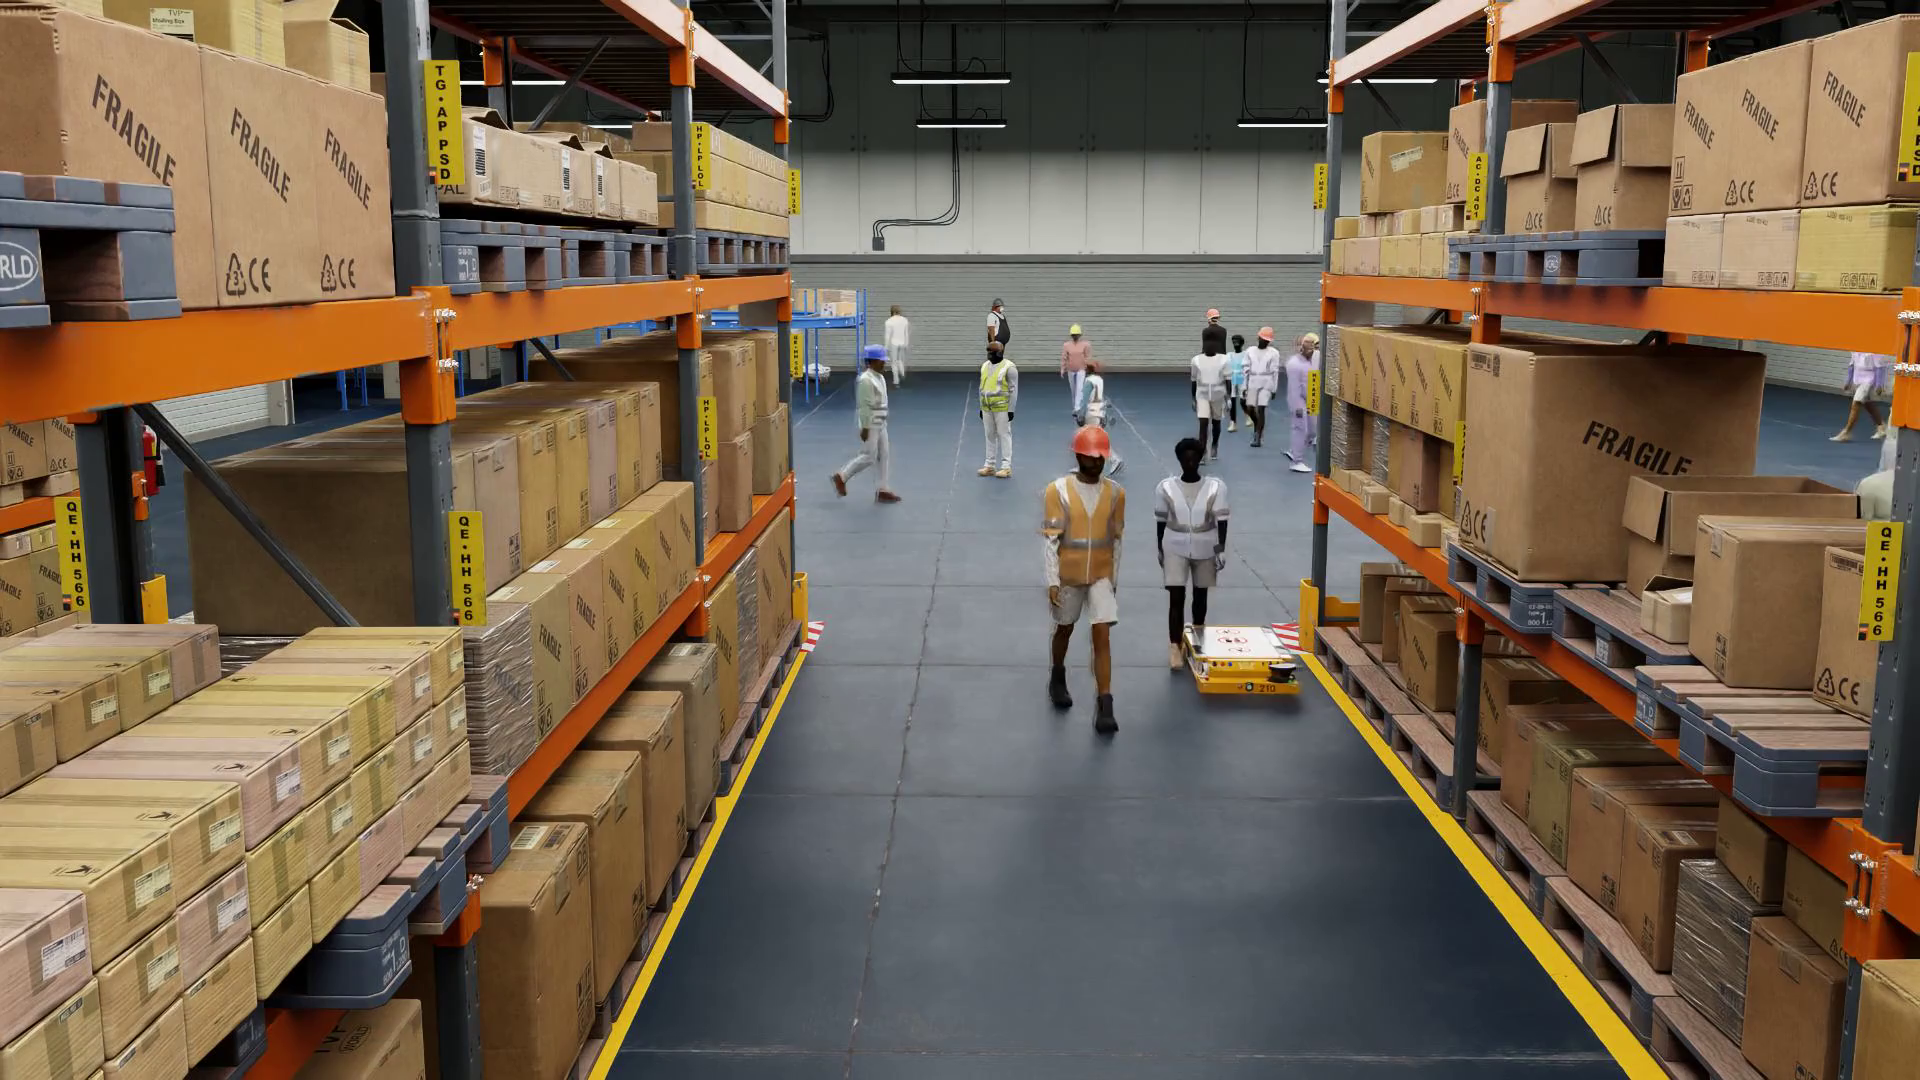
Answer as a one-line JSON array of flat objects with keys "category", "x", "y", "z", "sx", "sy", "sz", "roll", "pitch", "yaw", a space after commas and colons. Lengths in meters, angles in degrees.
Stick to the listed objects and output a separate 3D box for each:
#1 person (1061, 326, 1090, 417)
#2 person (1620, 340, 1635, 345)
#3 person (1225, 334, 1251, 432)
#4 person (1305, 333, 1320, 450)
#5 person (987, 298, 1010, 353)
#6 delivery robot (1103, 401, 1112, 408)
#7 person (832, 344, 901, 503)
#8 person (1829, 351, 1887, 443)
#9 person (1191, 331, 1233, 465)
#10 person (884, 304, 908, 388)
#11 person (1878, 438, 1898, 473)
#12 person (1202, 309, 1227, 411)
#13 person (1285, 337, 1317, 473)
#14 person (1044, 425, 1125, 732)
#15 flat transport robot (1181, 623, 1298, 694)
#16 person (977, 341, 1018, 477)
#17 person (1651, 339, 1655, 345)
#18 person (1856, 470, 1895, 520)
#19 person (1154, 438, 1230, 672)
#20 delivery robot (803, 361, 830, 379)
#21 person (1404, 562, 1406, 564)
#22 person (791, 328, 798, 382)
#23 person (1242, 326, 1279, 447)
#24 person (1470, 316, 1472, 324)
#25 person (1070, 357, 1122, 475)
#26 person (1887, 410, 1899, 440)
[{"category": "person", "x": 2.184, "y": -3.197, "z": 31.473, "sx": 0.542, "sy": 1.713, "sz": 0.923, "roll": 3, "pitch": 10, "yaw": 17}, {"category": "person", "x": 9.206, "y": -1.840, "z": 22.965, "sx": 0.333, "sy": 1.839, "sz": 0.513, "roll": 8, "pitch": 13, "yaw": 41}, {"category": "person", "x": 4.814, "y": -2.712, "z": 28.665, "sx": 0.541, "sy": 1.677, "sz": 0.467, "roll": 6, "pitch": 11, "yaw": 32}, {"category": "person", "x": 5.573, "y": -2.332, "z": 26.061, "sx": 0.622, "sy": 1.785, "sz": 0.845, "roll": 2, "pitch": 10, "yaw": 11}, {"category": "person", "x": 0.960, "y": -4.858, "z": 40.571, "sx": 0.537, "sy": 2.000, "sz": 0.678, "roll": 4, "pitch": 10, "yaw": 22}, {"category": "delivery robot", "x": 2.465, "y": -2.471, "z": 29.658, "sx": 0.335, "sy": 0.223, "sz": 0.698, "roll": 6, "pitch": 11, "yaw": 32}, {"category": "person", "x": -1.131, "y": -1.415, "z": 20.201, "sx": 0.756, "sy": 1.925, "sz": 0.618, "roll": 3, "pitch": 10, "yaw": 16}, {"category": "person", "x": 14.686, "y": -2.576, "z": 26.964, "sx": 1.074, "sy": 1.998, "sz": 0.622, "roll": -1, "pitch": 10, "yaw": -6}, {"category": "person", "x": 3.675, "y": -2.097, "z": 24.281, "sx": 0.622, "sy": 1.925, "sz": 0.983, "roll": 2, "pitch": 10, "yaw": 12}, {"category": "person", "x": -1.504, "y": -4.504, "z": 38.656, "sx": 0.653, "sy": 1.925, "sz": 0.430, "roll": -8, "pitch": 12, "yaw": -39}, {"category": "person", "x": 7.246, "y": -0.151, "z": 12.909, "sx": 0.748, "sy": 1.829, "sz": 0.581, "roll": -5, "pitch": 11, "yaw": -29}, {"category": "person", "x": 4.976, "y": -3.555, "z": 32.776, "sx": 0.623, "sy": 1.992, "sz": 0.397, "roll": -7, "pitch": 12, "yaw": -34}, {"category": "person", "x": 4.775, "y": -1.888, "z": 23.133, "sx": 0.438, "sy": 1.883, "sz": 0.647, "roll": 8, "pitch": 12, "yaw": 40}, {"category": "person", "x": 0.786, "y": 0.202, "z": 10.587, "sx": 0.543, "sy": 1.896, "sz": 0.986, "roll": -1, "pitch": 10, "yaw": -9}, {"category": "flat transport robot", "x": 1.958, "y": 0.824, "z": 11.826, "sx": 0.652, "sy": 0.197, "sz": 1.431, "roll": 0, "pitch": 9, "yaw": 2}, {"category": "person", "x": 0.492, "y": -1.782, "z": 22.620, "sx": 0.632, "sy": 1.840, "sz": 0.429, "roll": 9, "pitch": 13, "yaw": 43}, {"category": "person", "x": 17.501, "y": -4.920, "z": 41.636, "sx": 0.315, "sy": 1.769, "sz": 0.525, "roll": -2, "pitch": 10, "yaw": -11}, {"category": "person", "x": 5.656, "y": 0.254, "z": 10.027, "sx": 0.644, "sy": 1.969, "sz": 0.450, "roll": 0, "pitch": 9, "yaw": 2}, {"category": "person", "x": 1.678, "y": 0.071, "z": 12.073, "sx": 0.538, "sy": 1.657, "sz": 0.852, "roll": 1, "pitch": 10, "yaw": 6}, {"category": "delivery robot", "x": -3.498, "y": -4.084, "z": 40.097, "sx": 0.707, "sy": 0.478, "sz": 0.477, "roll": 5, "pitch": 11, "yaw": 27}, {"category": "person", "x": 3.821, "y": -0.325, "z": 13.750, "sx": 0.487, "sy": 1.909, "sz": 0.652, "roll": 0, "pitch": 9, "yaw": -2}, {"category": "person", "x": -4.044, "y": -4.636, "z": 40.392, "sx": 0.414, "sy": 1.616, "sz": 0.507, "roll": 3, "pitch": 10, "yaw": 17}, {"category": "person", "x": 4.774, "y": -2.441, "z": 26.393, "sx": 0.575, "sy": 1.899, "sz": 0.500, "roll": 5, "pitch": 11, "yaw": 26}, {"category": "person", "x": 12.462, "y": -4.637, "z": 40.321, "sx": 0.310, "sy": 1.640, "sz": 0.514, "roll": -1, "pitch": 10, "yaw": -6}, {"category": "person", "x": 1.880, "y": -1.690, "z": 22.735, "sx": 0.749, "sy": 1.616, "sz": 0.535, "roll": 4, "pitch": 10, "yaw": 21}, {"category": "person", "x": 9.770, "y": -0.854, "z": 17.367, "sx": 0.530, "sy": 1.744, "sz": 0.727, "roll": -5, "pitch": 11, "yaw": -28}]
